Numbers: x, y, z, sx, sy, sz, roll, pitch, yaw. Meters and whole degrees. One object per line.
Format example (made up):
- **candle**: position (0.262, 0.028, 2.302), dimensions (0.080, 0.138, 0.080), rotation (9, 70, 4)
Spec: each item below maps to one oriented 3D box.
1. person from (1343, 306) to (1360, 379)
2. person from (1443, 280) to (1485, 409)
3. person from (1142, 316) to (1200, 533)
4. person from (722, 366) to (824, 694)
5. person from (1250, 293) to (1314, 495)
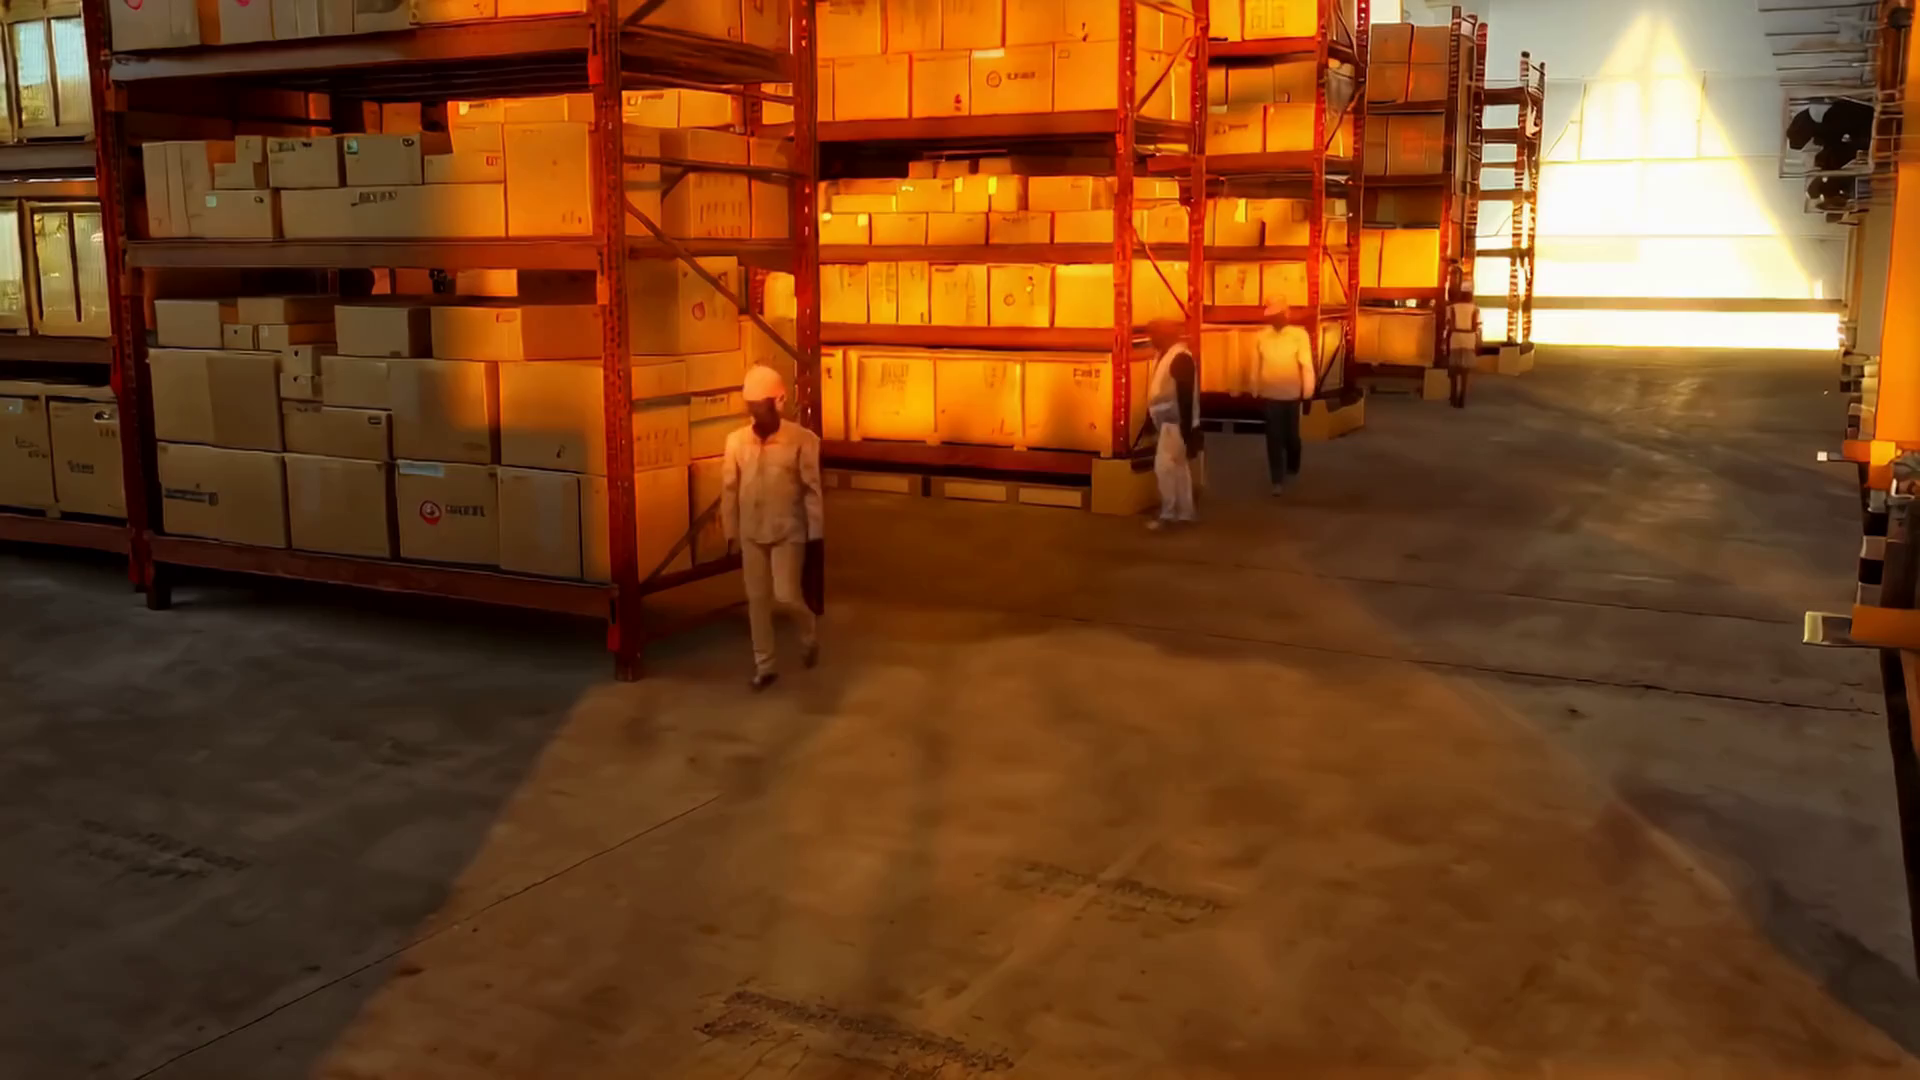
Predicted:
- **person**: position (7.162, -3.749, 30.599), dimensions (0.517, 1.624, 0.428), rotation (-8, 13, -40)
- **person**: position (7.614, -2.937, 25.054), dimensions (0.582, 1.908, 0.832), rotation (4, 11, 24)
- **person**: position (1.738, -0.974, 14.026), dimensions (0.601, 1.812, 0.657), rotation (-1, 10, -6)
- **person**: position (-0.991, -0.059, 8.864), dimensions (0.583, 1.740, 0.452), rotation (3, 10, 17)
- **person**: position (3.148, -1.430, 16.212), dimensions (0.620, 1.960, 0.668), rotation (4, 11, 24)
